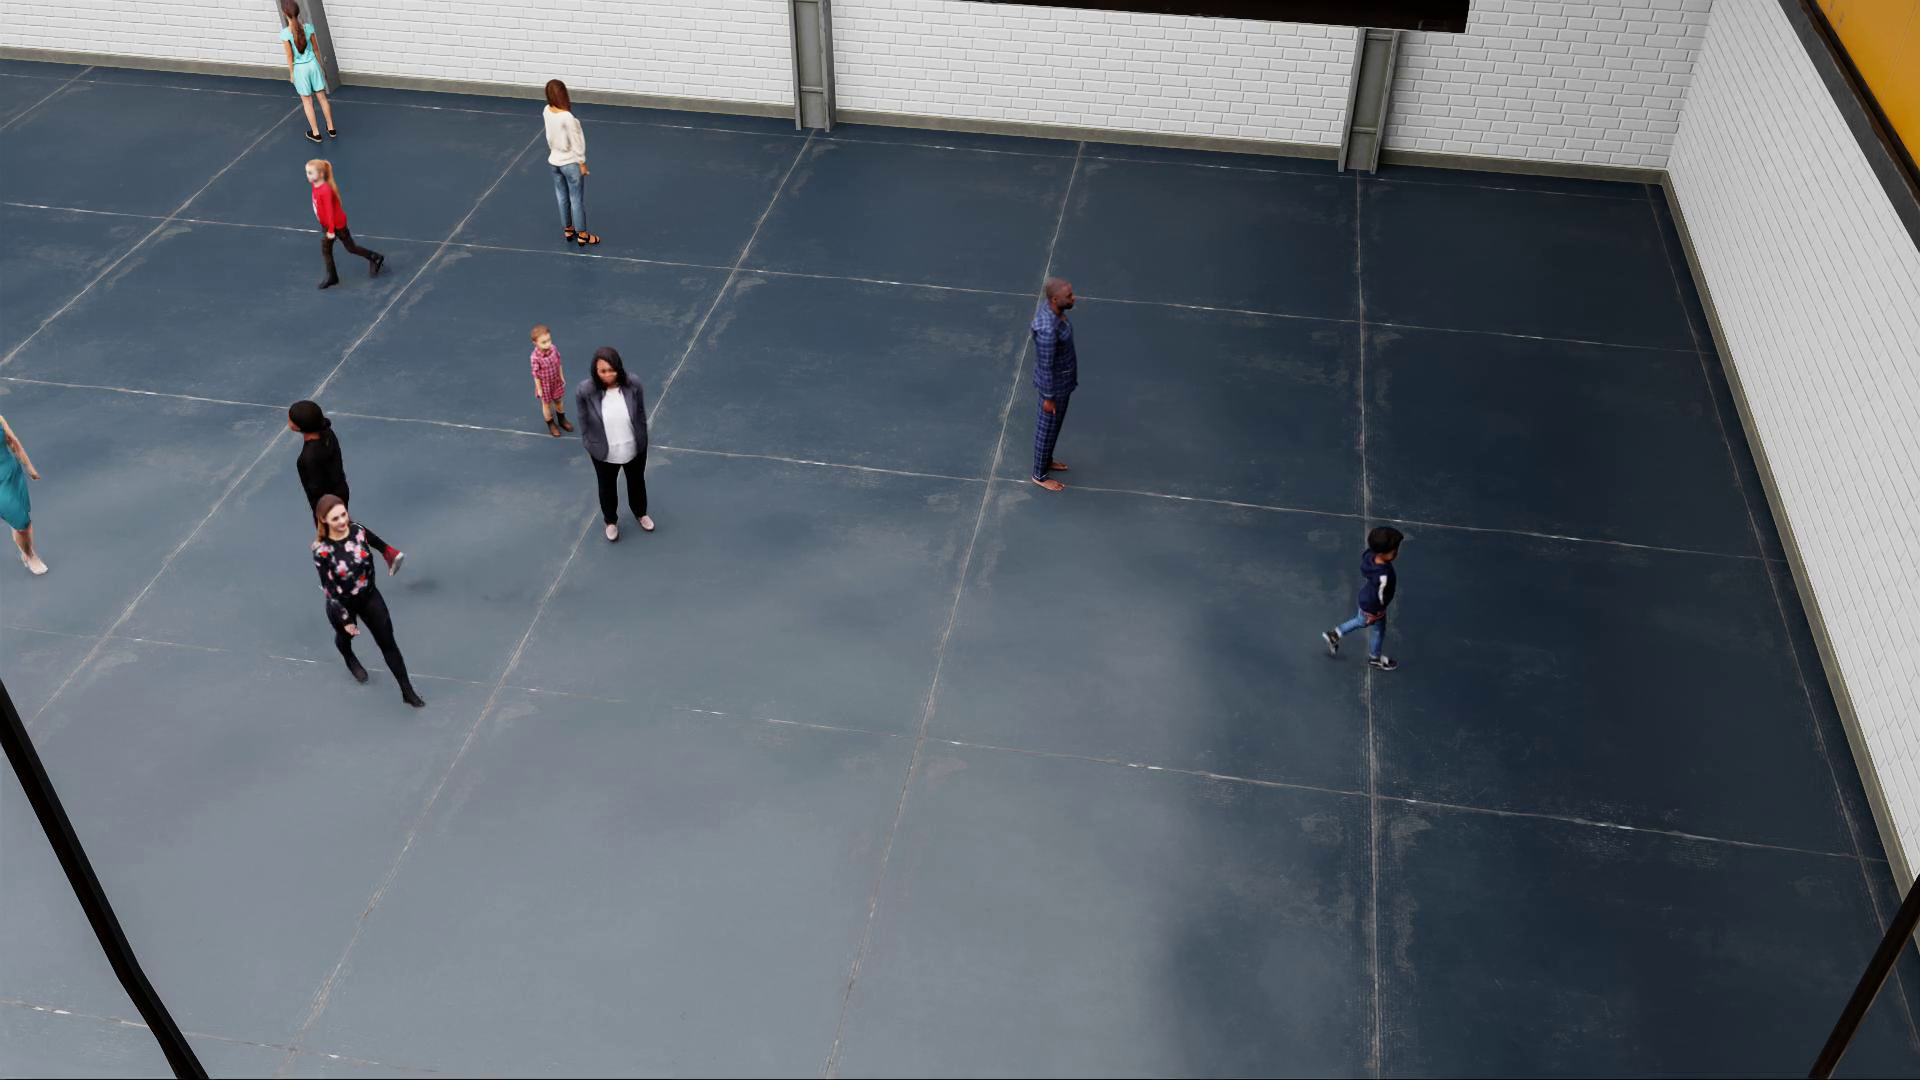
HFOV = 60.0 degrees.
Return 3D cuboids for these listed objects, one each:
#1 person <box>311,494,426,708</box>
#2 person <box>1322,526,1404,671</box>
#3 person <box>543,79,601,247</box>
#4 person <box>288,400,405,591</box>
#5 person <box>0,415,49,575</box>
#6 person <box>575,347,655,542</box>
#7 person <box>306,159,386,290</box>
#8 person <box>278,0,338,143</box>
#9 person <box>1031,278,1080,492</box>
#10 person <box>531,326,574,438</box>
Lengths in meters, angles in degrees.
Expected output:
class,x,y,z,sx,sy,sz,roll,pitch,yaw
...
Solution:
class,x,y,z,sx,sy,sz,roll,pitch,yaw
person,-4.106,0.383,11.108,1.144,1.632,0.951,29,47,32
person,2.807,0.386,11.445,0.758,1.207,0.531,5,39,7
person,-3.820,-3.663,16.133,0.661,1.683,0.762,30,48,32
person,-4.439,-0.292,11.932,0.926,1.658,0.671,1,39,1
person,-7.026,-0.446,12.111,0.642,1.675,0.637,16,41,19
person,-2.584,-0.737,12.538,0.775,1.597,0.858,-15,41,-18
person,-5.827,-2.991,15.631,0.894,1.260,0.865,31,48,33
person,-7.096,-5.104,18.038,0.646,1.558,0.692,-30,47,-32
person,0.725,-1.244,12.992,0.590,1.824,0.673,5,39,7
person,-3.397,-1.339,13.754,0.545,1.021,0.496,32,48,33
